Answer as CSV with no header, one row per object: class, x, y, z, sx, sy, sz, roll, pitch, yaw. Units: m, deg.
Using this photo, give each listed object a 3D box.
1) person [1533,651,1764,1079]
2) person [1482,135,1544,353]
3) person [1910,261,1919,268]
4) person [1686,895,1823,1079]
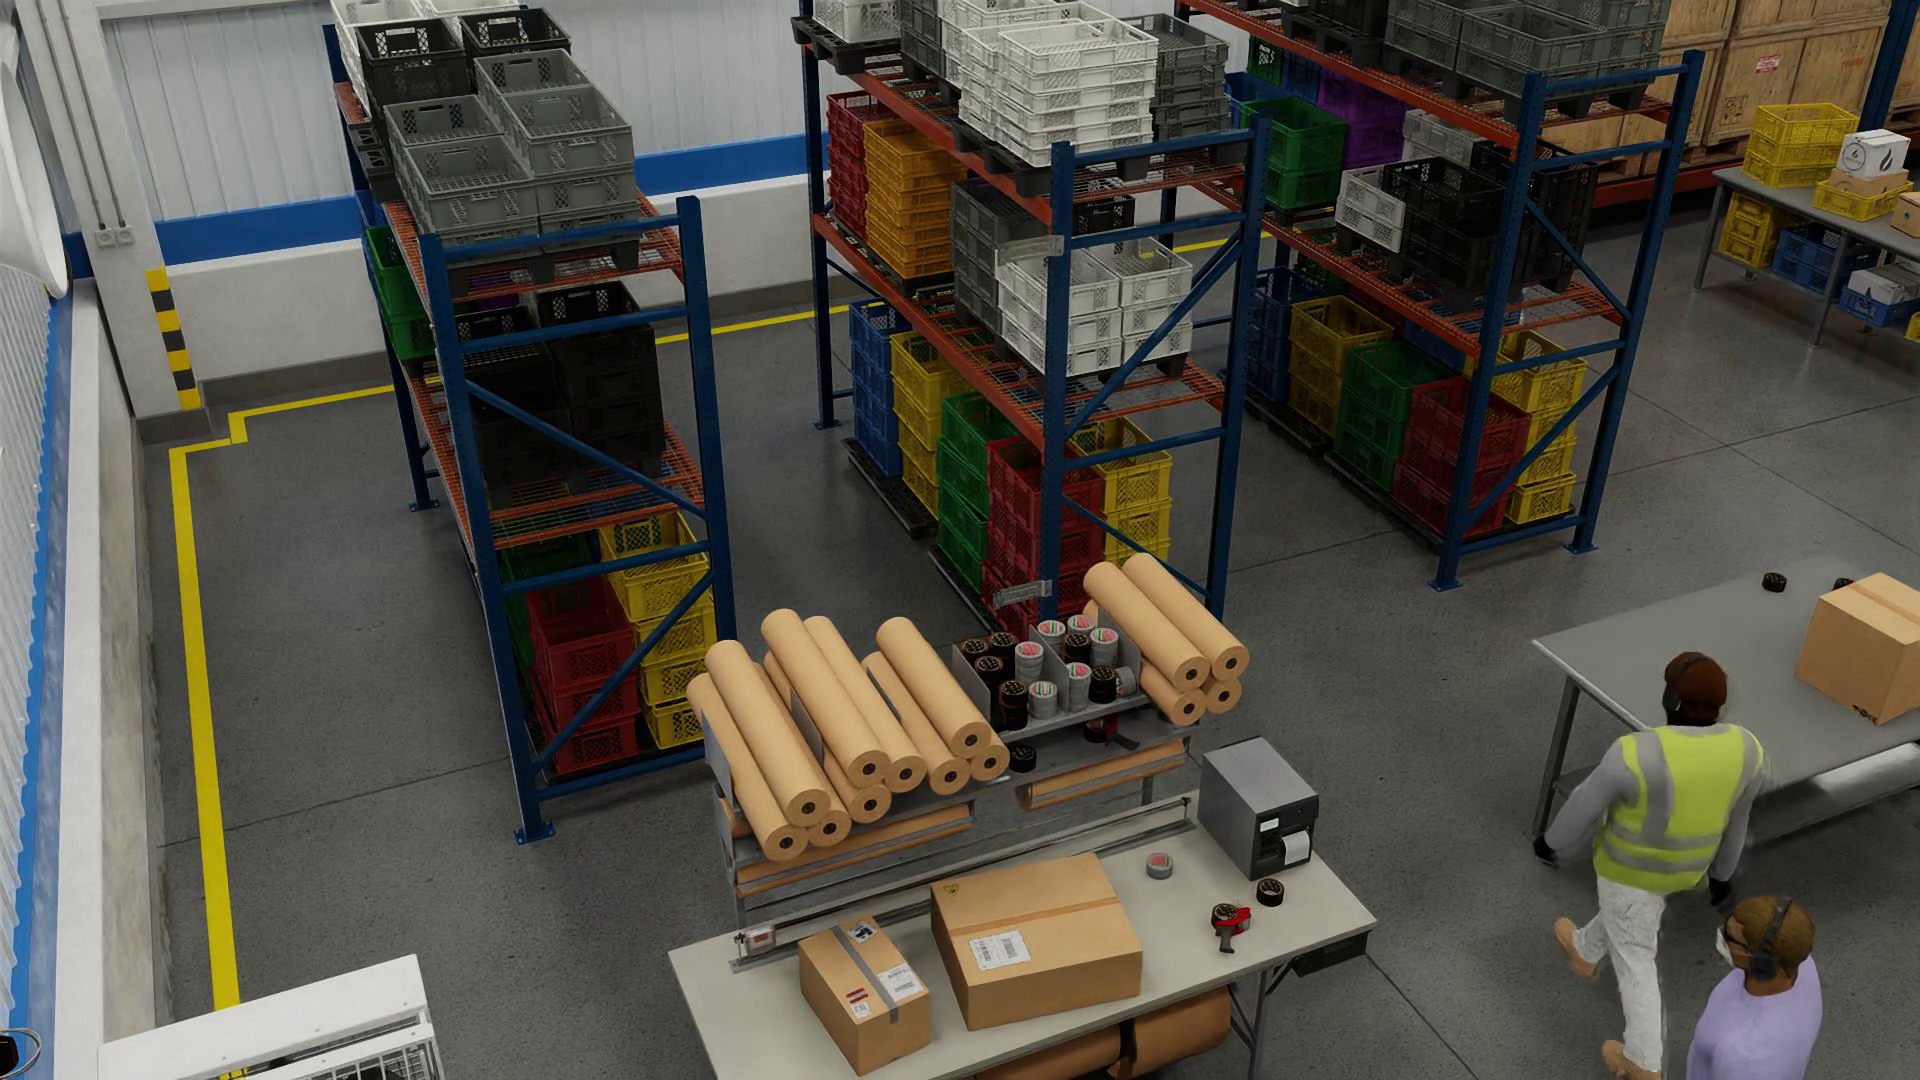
person,2.684,1.246,6.494,0.649,1.796,0.937,-9,33,-14
person,3.782,-1.899,11.500,0.584,1.882,0.345,-22,38,-31
person,7.491,-2.517,12.525,0.313,1.862,0.538,-22,38,-32
person,2.424,1.891,5.309,0.371,1.931,0.625,21,37,30
